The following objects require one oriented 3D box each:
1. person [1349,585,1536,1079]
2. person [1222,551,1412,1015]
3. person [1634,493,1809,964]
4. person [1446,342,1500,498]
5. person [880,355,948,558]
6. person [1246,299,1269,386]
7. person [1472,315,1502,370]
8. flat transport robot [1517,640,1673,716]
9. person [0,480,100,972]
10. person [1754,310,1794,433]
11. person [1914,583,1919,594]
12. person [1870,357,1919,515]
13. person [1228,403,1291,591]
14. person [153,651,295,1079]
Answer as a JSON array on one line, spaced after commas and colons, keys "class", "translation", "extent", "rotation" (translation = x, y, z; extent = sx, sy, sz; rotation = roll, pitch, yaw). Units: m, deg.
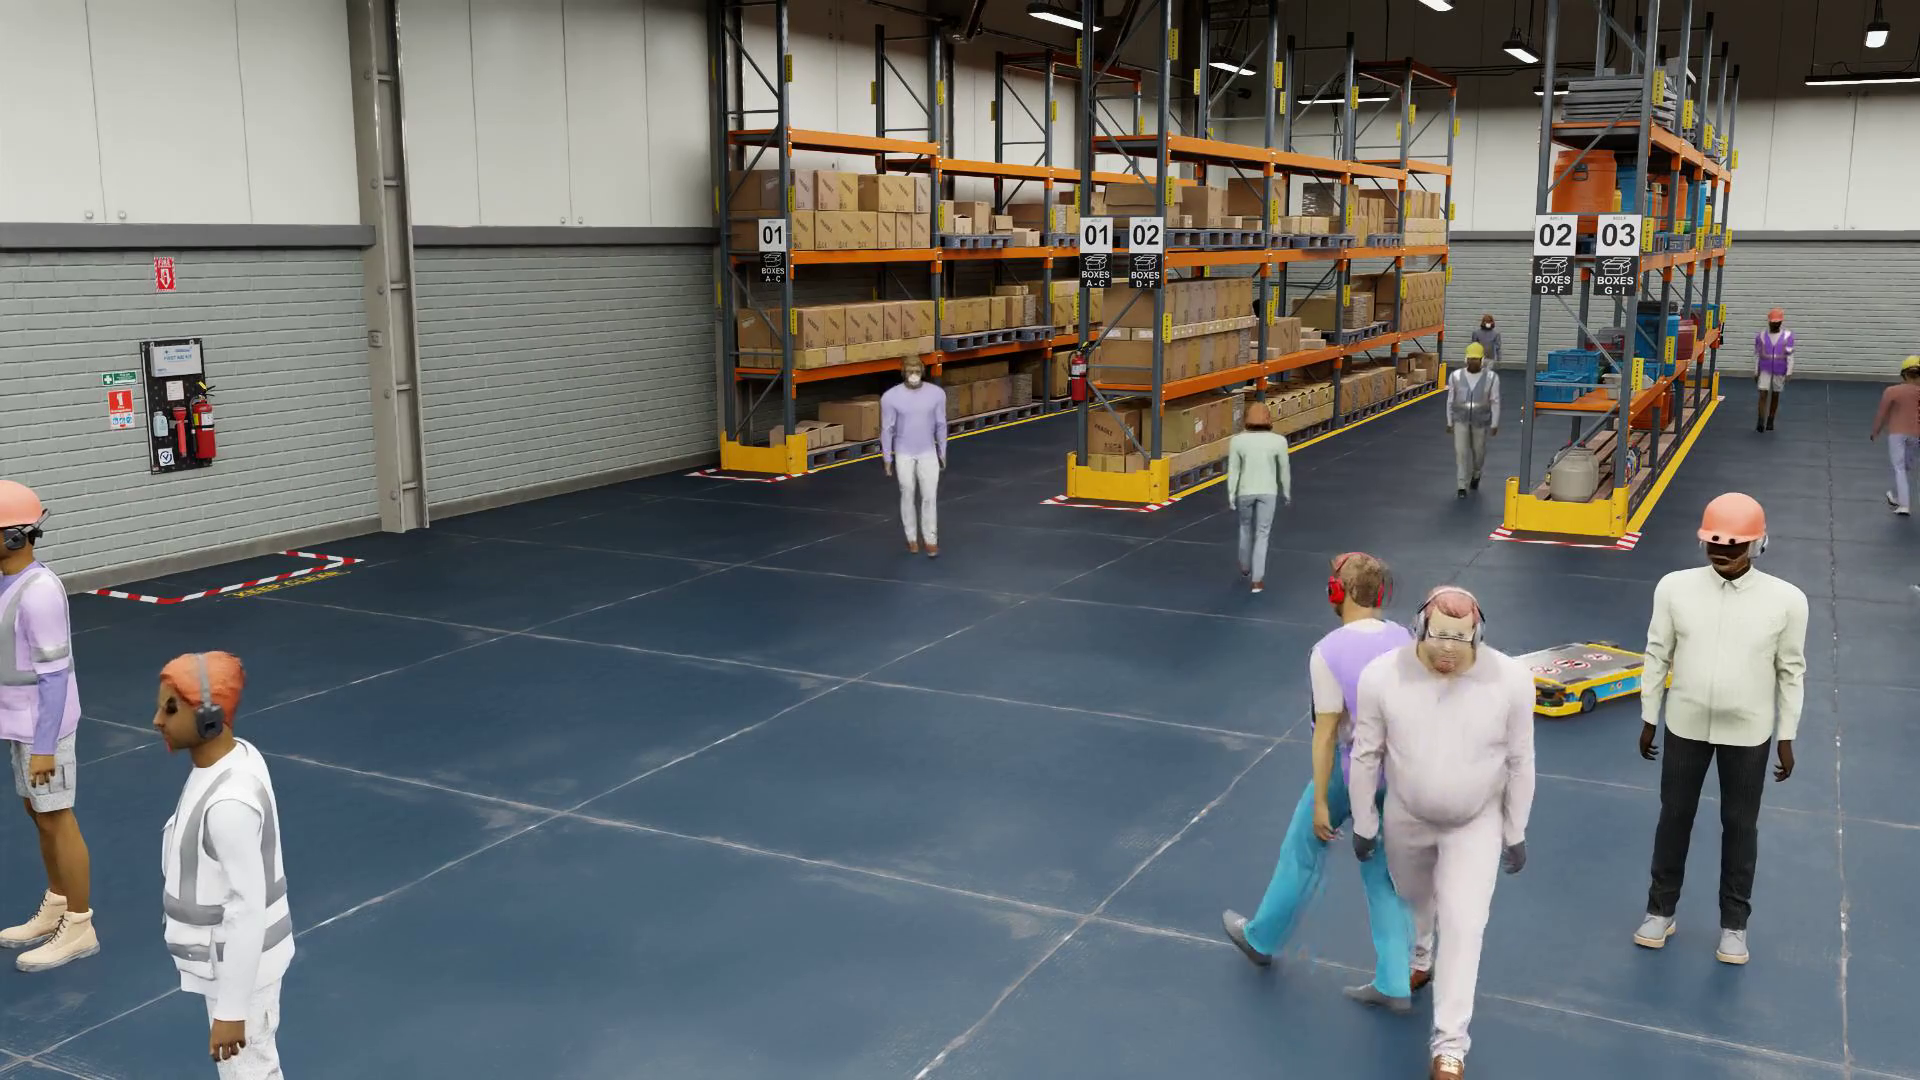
[{"class": "person", "translation": [1.766, 1.031, 6.154], "extent": [0.658, 1.797, 1.152], "rotation": [4, 11, 21]}, {"class": "person", "translation": [1.492, 0.937, 6.659], "extent": [0.594, 1.794, 0.935], "rotation": [-7, 13, -35]}, {"class": "person", "translation": [3.168, 0.781, 6.960], "extent": [0.621, 1.990, 0.396], "rotation": [6, 12, 30]}, {"class": "person", "translation": [6.004, -1.421, 19.479], "extent": [0.599, 1.810, 0.779], "rotation": [4, 11, 18]}, {"class": "person", "translation": [-0.419, -0.767, 15.620], "extent": [0.655, 1.903, 0.905], "rotation": [-1, 10, -7]}, {"class": "person", "translation": [5.054, -3.101, 28.202], "extent": [0.607, 1.966, 0.367], "rotation": [8, 13, 39]}, {"class": "person", "translation": [9.458, -3.234, 29.900], "extent": [0.532, 1.594, 0.790], "rotation": [3, 11, 14]}, {"class": "flat transport robot", "translation": [4.086, 0.898, 11.019], "extent": [1.431, 0.197, 0.652], "rotation": [-7, 13, -35]}, {"class": "person", "translation": [-3.869, 0.764, 6.914], "extent": [0.375, 2.044, 0.605], "rotation": [-8, 13, -39]}, {"class": "person", "translation": [12.555, -2.604, 25.699], "extent": [0.566, 1.883, 0.984], "rotation": [5, 12, 26]}, {"class": "person", "translation": [7.954, -0.213, 13.374], "extent": [0.385, 1.619, 0.526], "rotation": [-1, 10, -5]}, {"class": "person", "translation": [10.366, -1.156, 18.299], "extent": [0.542, 1.710, 0.955], "rotation": [1, 10, 6]}, {"class": "person", "translation": [2.602, -0.389, 14.435], "extent": [0.520, 1.598, 0.825], "rotation": [4, 11, 20]}, {"class": "person", "translation": [-2.107, 1.234, 4.791], "extent": [0.356, 1.883, 0.573], "rotation": [-5, 12, -27]}]
